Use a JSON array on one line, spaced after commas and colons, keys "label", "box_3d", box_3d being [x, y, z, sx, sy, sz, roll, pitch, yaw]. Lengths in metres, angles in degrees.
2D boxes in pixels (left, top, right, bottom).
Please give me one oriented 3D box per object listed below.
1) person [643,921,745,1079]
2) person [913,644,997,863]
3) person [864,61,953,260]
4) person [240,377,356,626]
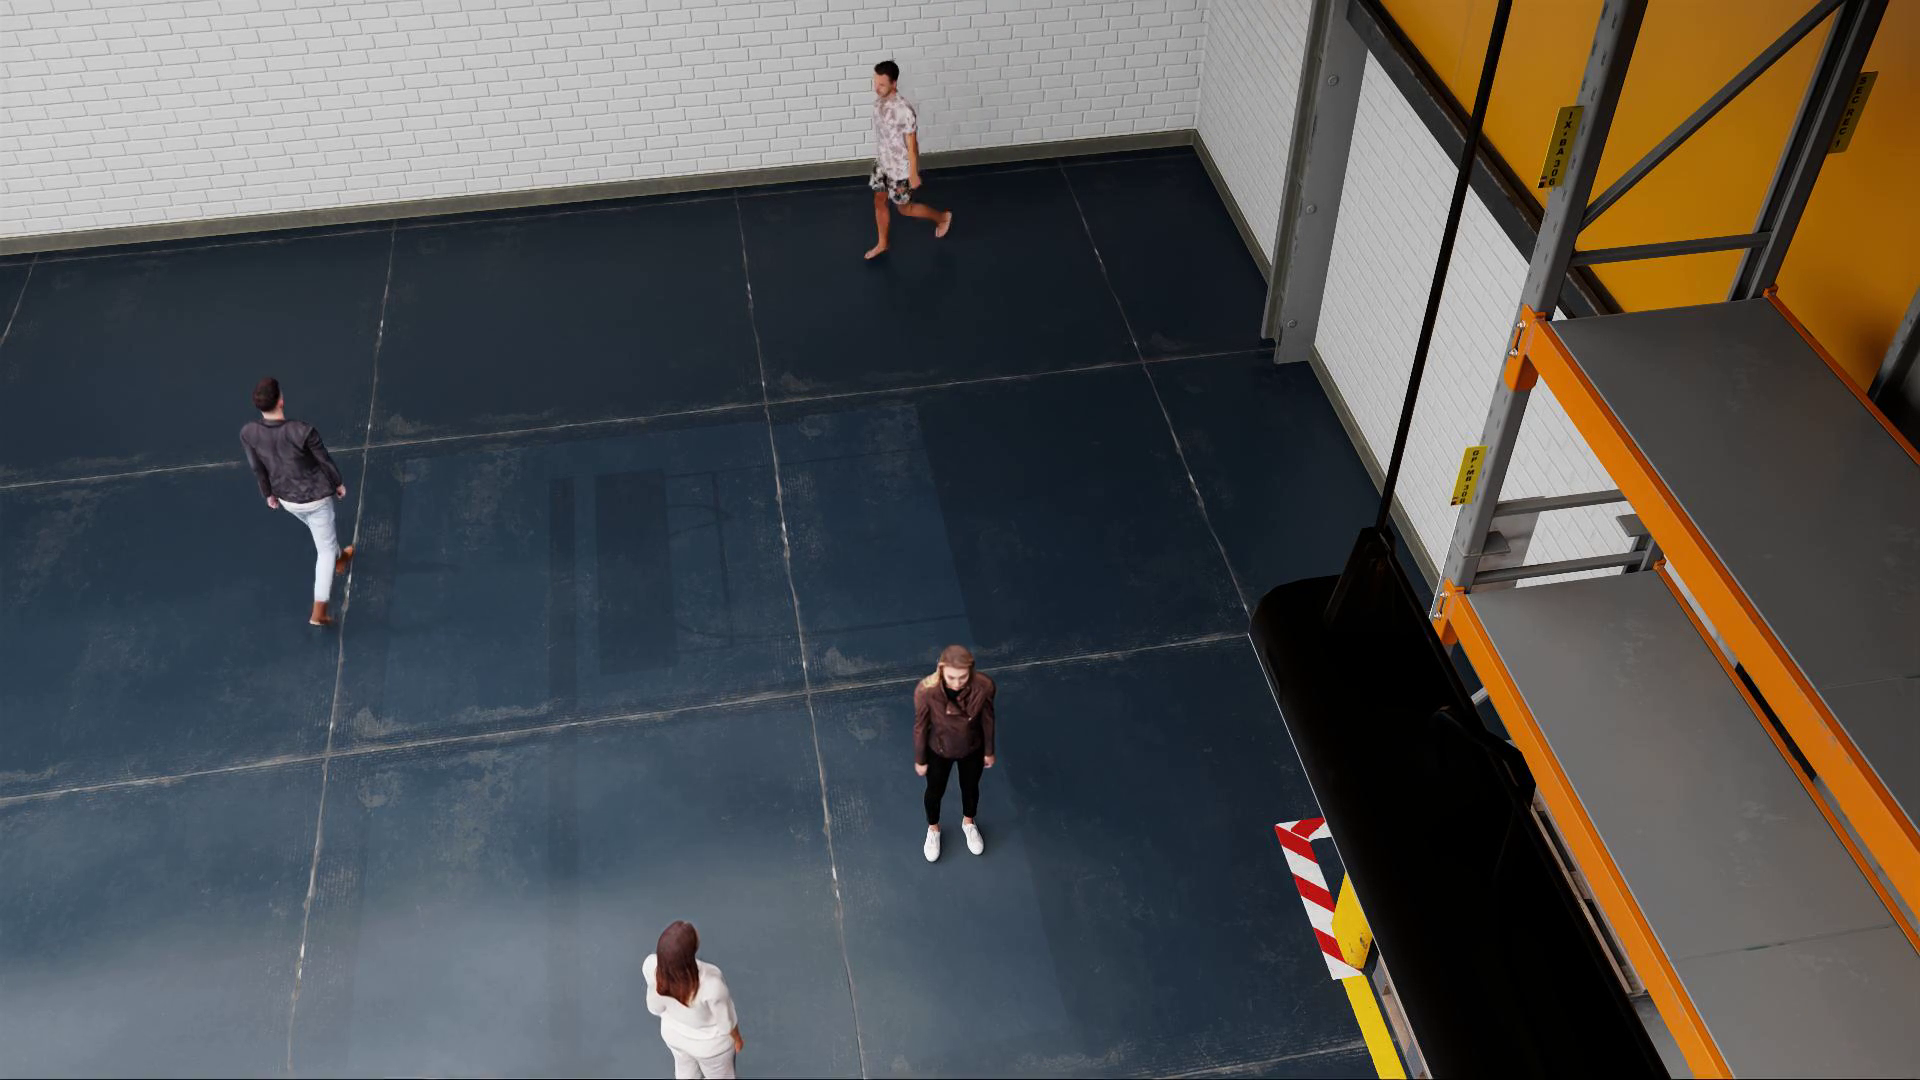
[{"label": "person", "box_3d": [-1.263, 2.364, 8.030, 0.684, 1.688, 0.699, 14, 45, 14]}, {"label": "person", "box_3d": [-0.026, 1.162, 9.281, 0.606, 1.703, 0.487, -6, 44, -6]}, {"label": "person", "box_3d": [-0.438, -3.157, 13.757, 1.039, 1.784, 1.082, -23, 48, -23]}, {"label": "person", "box_3d": [-4.225, -0.232, 10.670, 0.833, 1.805, 1.194, 2, 44, 2]}]
